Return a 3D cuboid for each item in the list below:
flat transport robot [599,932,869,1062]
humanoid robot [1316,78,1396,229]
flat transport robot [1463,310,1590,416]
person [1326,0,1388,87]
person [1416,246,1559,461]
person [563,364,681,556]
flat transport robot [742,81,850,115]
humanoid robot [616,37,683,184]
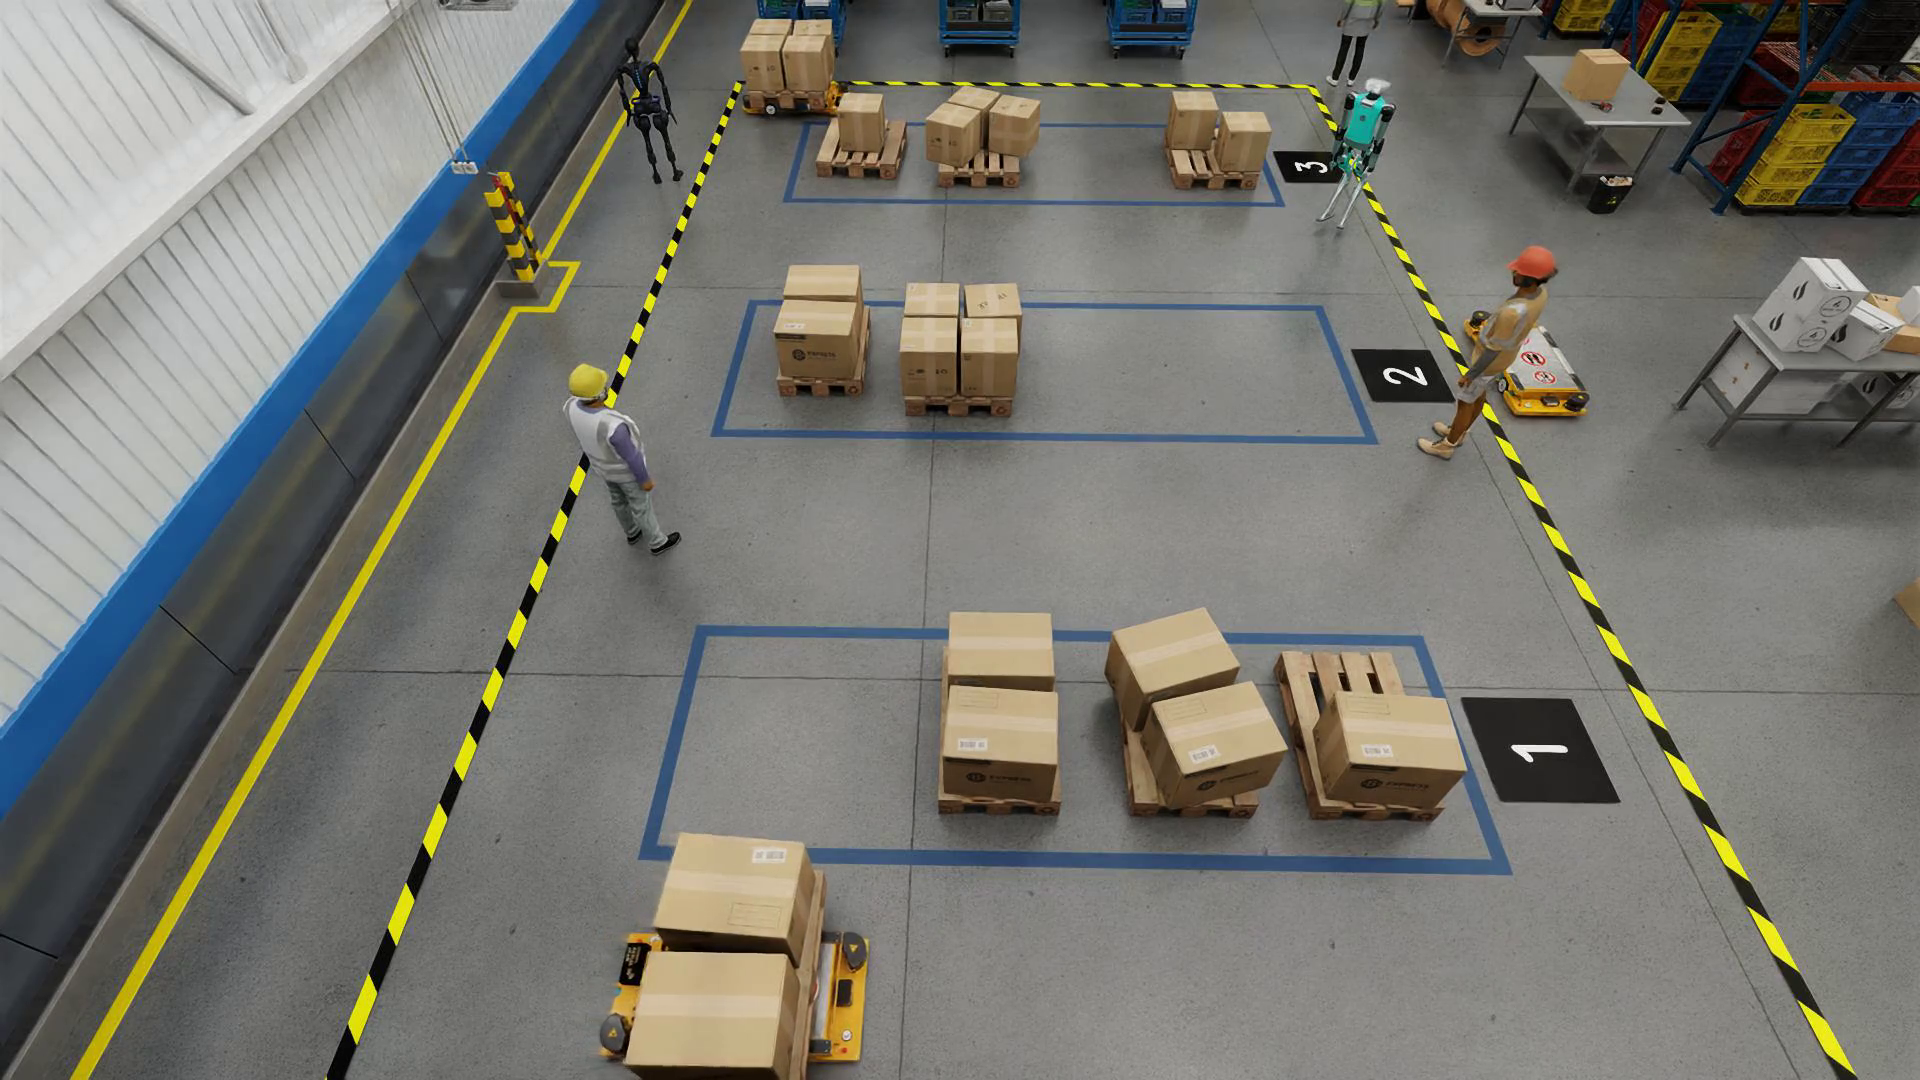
[{"bbox_3d":[-1.267,2.602,5.263,1.431,0.197,0.652,1,49,1],"label":"flat transport robot"},{"bbox_3d":[4.487,-4.352,10.240,0.533,1.677,0.735,34,57,26],"label":"humanoid robot"},{"bbox_3d":[5.573,-1.757,9.054,0.659,0.231,1.431,1,49,1],"label":"flat transport robot"},{"bbox_3d":[5.614,-7.361,12.858,0.598,1.850,0.387,2,49,2],"label":"person"},{"bbox_3d":[4.422,-1.524,7.680,0.604,2.045,0.369,-35,58,-26],"label":"person"},{"bbox_3d":[-2.590,-0.590,7.006,0.592,1.837,0.404,25,54,20],"label":"person"},{"bbox_3d":[-2.309,-6.254,12.929,1.431,0.197,0.652,2,49,1],"label":"flat transport robot"},{"bbox_3d":[-3.763,-5.169,11.064,0.599,1.659,0.315,-8,50,-7],"label":"humanoid robot"}]
